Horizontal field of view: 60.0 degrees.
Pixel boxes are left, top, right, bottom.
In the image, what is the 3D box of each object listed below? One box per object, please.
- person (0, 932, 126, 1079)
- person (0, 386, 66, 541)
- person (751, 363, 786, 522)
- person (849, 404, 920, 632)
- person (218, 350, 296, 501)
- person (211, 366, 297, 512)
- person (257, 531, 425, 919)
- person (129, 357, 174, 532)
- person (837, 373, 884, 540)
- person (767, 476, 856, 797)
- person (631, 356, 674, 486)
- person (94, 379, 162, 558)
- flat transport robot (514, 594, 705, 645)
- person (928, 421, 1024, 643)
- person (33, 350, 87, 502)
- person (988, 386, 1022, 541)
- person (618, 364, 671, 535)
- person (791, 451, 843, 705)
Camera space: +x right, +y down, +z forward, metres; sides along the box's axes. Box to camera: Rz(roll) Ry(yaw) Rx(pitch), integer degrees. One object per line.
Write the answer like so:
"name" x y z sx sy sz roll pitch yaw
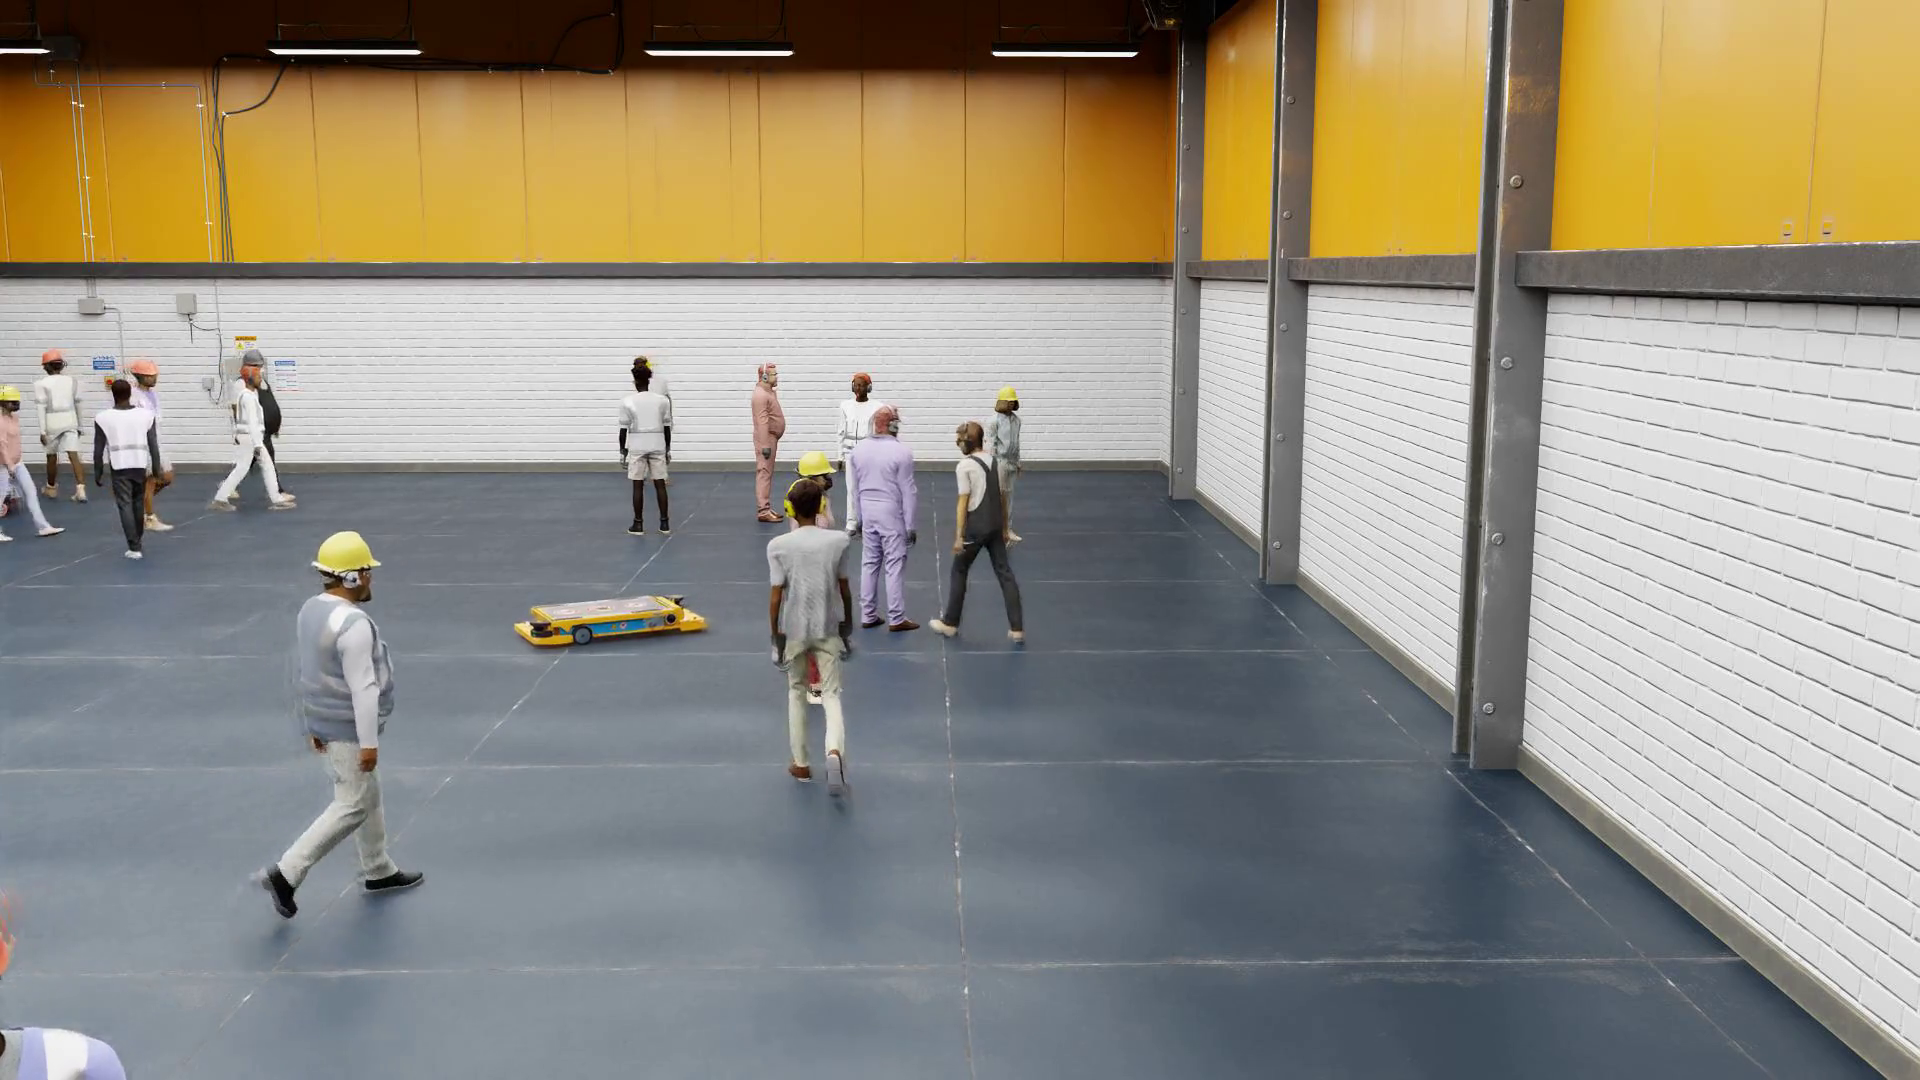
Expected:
"person" -1.887 1.558 3.267 0.553 1.915 0.746 -4 10 -23
"person" -10.467 -0.840 18.518 0.856 1.729 0.554 -1 9 -4
"person" -2.300 -1.172 20.017 0.406 1.911 0.639 0 9 -3
"person" -0.609 -0.183 13.958 0.640 1.907 0.407 7 11 35
"person" -9.300 -1.525 21.776 1.005 2.000 0.679 -1 9 -3
"person" -8.917 -1.257 20.792 0.963 1.839 0.591 -4 10 -22
"person" -2.952 0.867 7.815 0.759 1.814 0.604 -8 12 -40
"person" -9.349 -1.086 19.127 0.482 2.025 0.624 1 9 4
"person" -1.103 -0.923 18.562 0.576 1.885 0.355 3 10 16
"person" -0.845 0.555 9.635 0.523 1.847 0.770 -2 9 -11
"person" -4.317 -1.647 23.189 0.649 1.833 0.373 -4 10 -25
"person" -8.860 -0.770 17.673 0.613 1.873 0.923 -8 12 -40
"flat transport robot" -2.913 0.653 13.830 1.431 0.197 0.652 -5 11 -28
"person" 0.145 -0.067 13.584 0.920 1.782 0.625 9 13 44
"person" -11.760 -1.487 21.730 1.069 1.994 0.625 8 12 39
"person" 0.516 -0.835 18.452 0.314 1.744 0.487 9 13 43
"person" -3.607 -1.036 19.071 0.617 1.953 0.401 -4 10 -22
"person" -1.013 0.258 11.673 0.298 1.772 0.533 3 10 17
